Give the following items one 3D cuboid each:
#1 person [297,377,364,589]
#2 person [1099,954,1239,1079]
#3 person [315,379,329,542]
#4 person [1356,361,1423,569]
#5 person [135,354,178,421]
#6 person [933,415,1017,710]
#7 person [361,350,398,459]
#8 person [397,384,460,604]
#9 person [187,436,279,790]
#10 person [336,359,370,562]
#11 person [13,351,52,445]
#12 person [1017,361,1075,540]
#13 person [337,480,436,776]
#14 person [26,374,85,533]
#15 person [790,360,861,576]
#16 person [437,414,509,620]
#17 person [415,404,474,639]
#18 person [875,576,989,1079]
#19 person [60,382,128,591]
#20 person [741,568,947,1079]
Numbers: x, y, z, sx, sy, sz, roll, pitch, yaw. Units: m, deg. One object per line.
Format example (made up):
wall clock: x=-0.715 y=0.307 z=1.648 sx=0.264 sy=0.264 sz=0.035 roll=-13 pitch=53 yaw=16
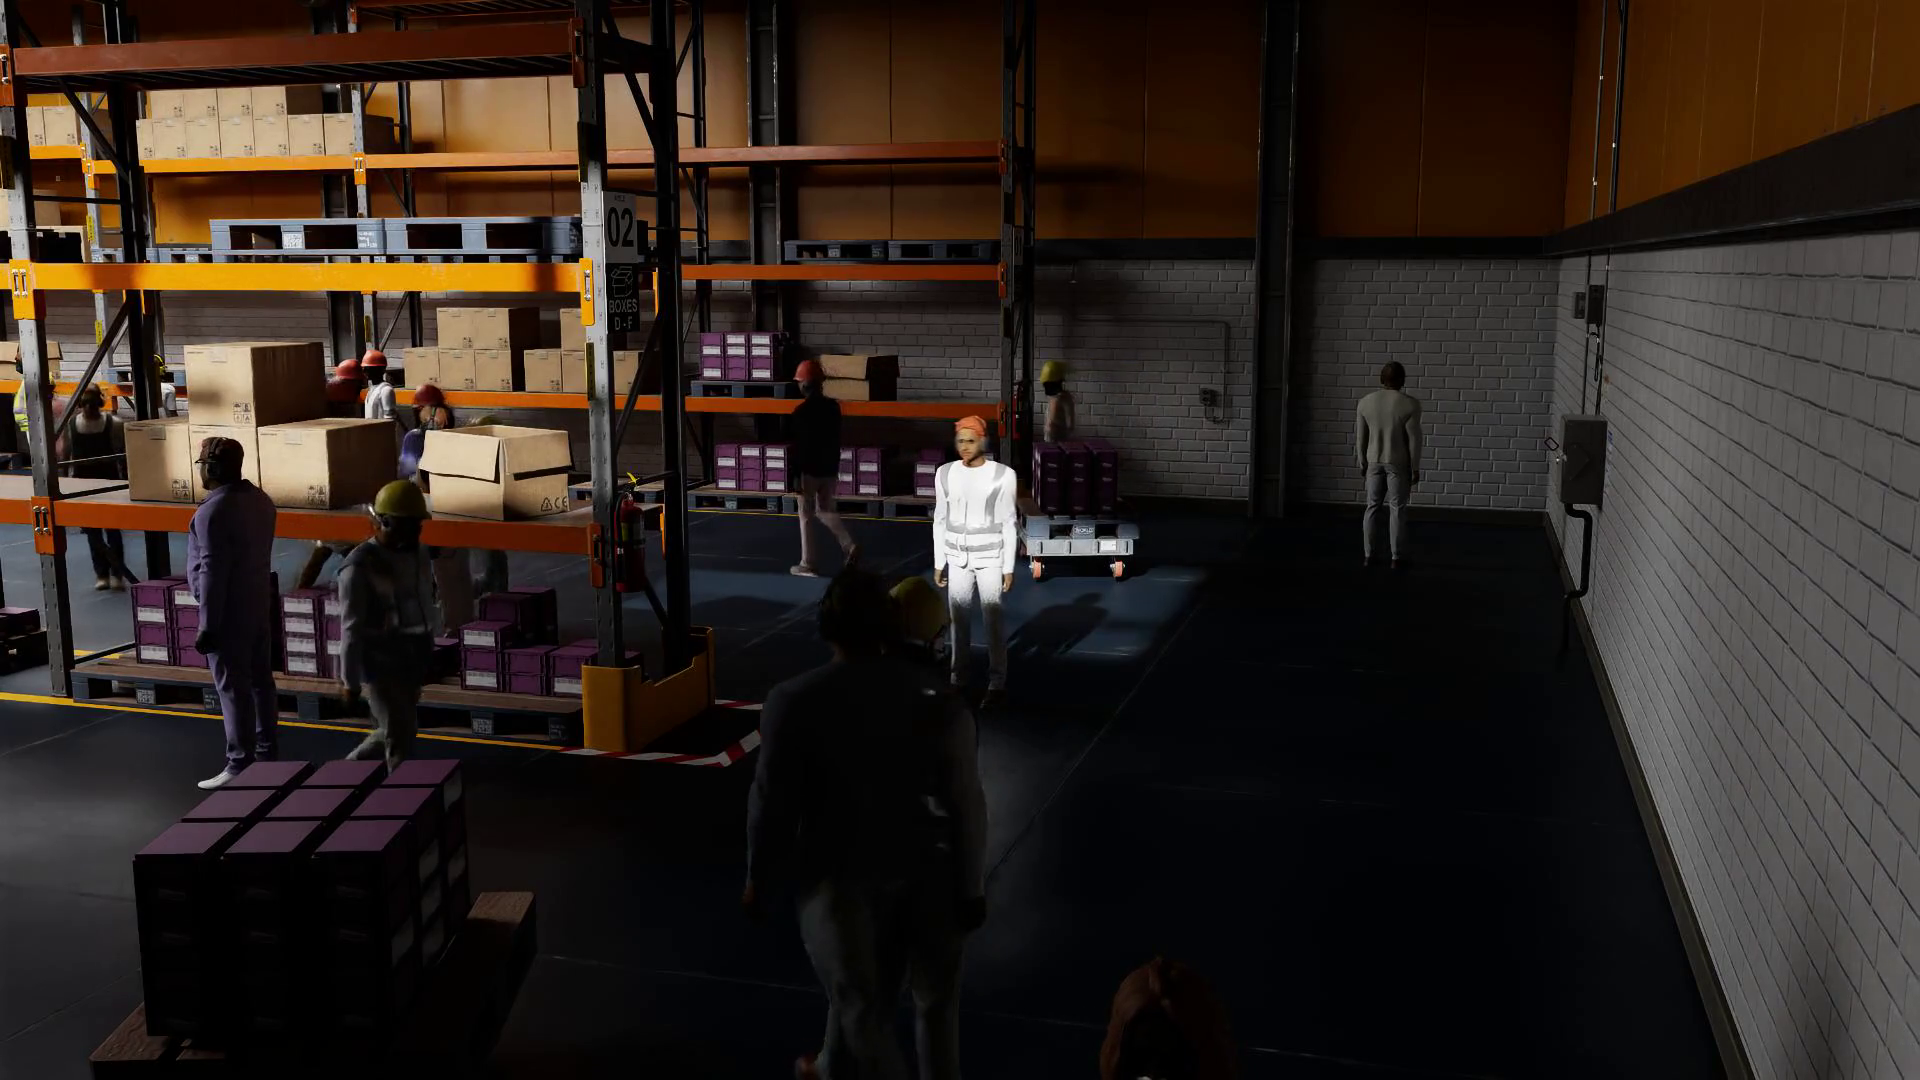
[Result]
person: x=-4.842 y=-0.271 z=12.835 sx=1.105 sy=1.980 sz=0.617 roll=3 pitch=10 yaw=15
person: x=0.366 y=1.519 z=2.980 sx=0.501 sy=1.629 sz=0.273 roll=2 pitch=10 yaw=14
person: x=-6.546 y=-0.981 z=16.954 sx=0.694 sy=2.000 sz=1.006 roll=-8 pitch=12 yaw=-39
person: x=4.011 y=-0.699 z=15.547 sx=0.630 sy=1.940 sz=0.370 roll=7 pitch=11 yaw=35
person: x=-8.705 y=-1.087 z=18.123 sx=0.514 sy=1.872 sz=0.328 roll=1 pitch=9 yaw=5
person: x=0.095 y=0.141 z=10.621 sx=0.578 sy=1.878 sz=0.345 roll=4 pitch=10 yaw=24
person: x=-6.157 y=-1.044 z=17.648 sx=0.360 sy=1.939 sz=0.543 roll=-7 pitch=12 yaw=-36
person: x=-4.236 y=-0.304 z=13.298 sx=1.009 sy=1.874 sz=0.553 roll=7 pitch=12 yaw=37
person: x=-3.948 y=0.391 z=9.003 sx=0.408 sy=1.909 sz=0.642 roll=0 pitch=9 yaw=3
person: x=-5.799 y=-0.759 z=15.920 sx=0.372 sy=1.934 sz=0.551 roll=-3 pitch=10 yaw=-18
person: x=-10.954 y=-1.326 z=19.705 sx=0.429 sy=1.837 sz=0.624 roll=-5 pitch=11 yaw=-29
person: x=1.054 y=-0.878 z=16.818 sx=0.907 sy=1.885 sz=0.580 roll=1 pitch=9 yaw=6
person: x=-2.864 y=0.585 z=8.179 sx=0.779 sy=1.797 sz=0.627 roll=3 pitch=10 yaw=18
person: x=-9.533 y=-0.921 z=17.546 sx=0.865 sy=1.734 sz=0.511 roll=6 pitch=11 yaw=31
person: x=-1.255 y=-0.634 z=15.015 sx=0.617 sy=1.980 sz=0.629 roll=7 pitch=12 yaw=36
person: x=-3.611 y=-0.089 z=12.468 sx=0.557 sy=1.721 sz=0.507 roll=-2 pitch=9 yaw=-10
person: x=-3.695 y=-0.053 z=11.909 sx=0.430 sy=1.845 sz=0.624 roll=0 pitch=9 yaw=1
person: x=-0.137 y=1.026 z=5.346 sx=0.591 sy=1.837 sz=0.403 roll=8 pitch=12 yaw=39
person: x=-7.477 y=-0.448 z=14.365 sx=0.508 sy=1.822 sz=0.588 roll=-3 pitch=10 yaw=-16
person: x=-0.316 y=1.029 z=5.171 sx=0.647 sy=1.896 sz=1.011 roll=-6 pitch=11 yaw=-32
